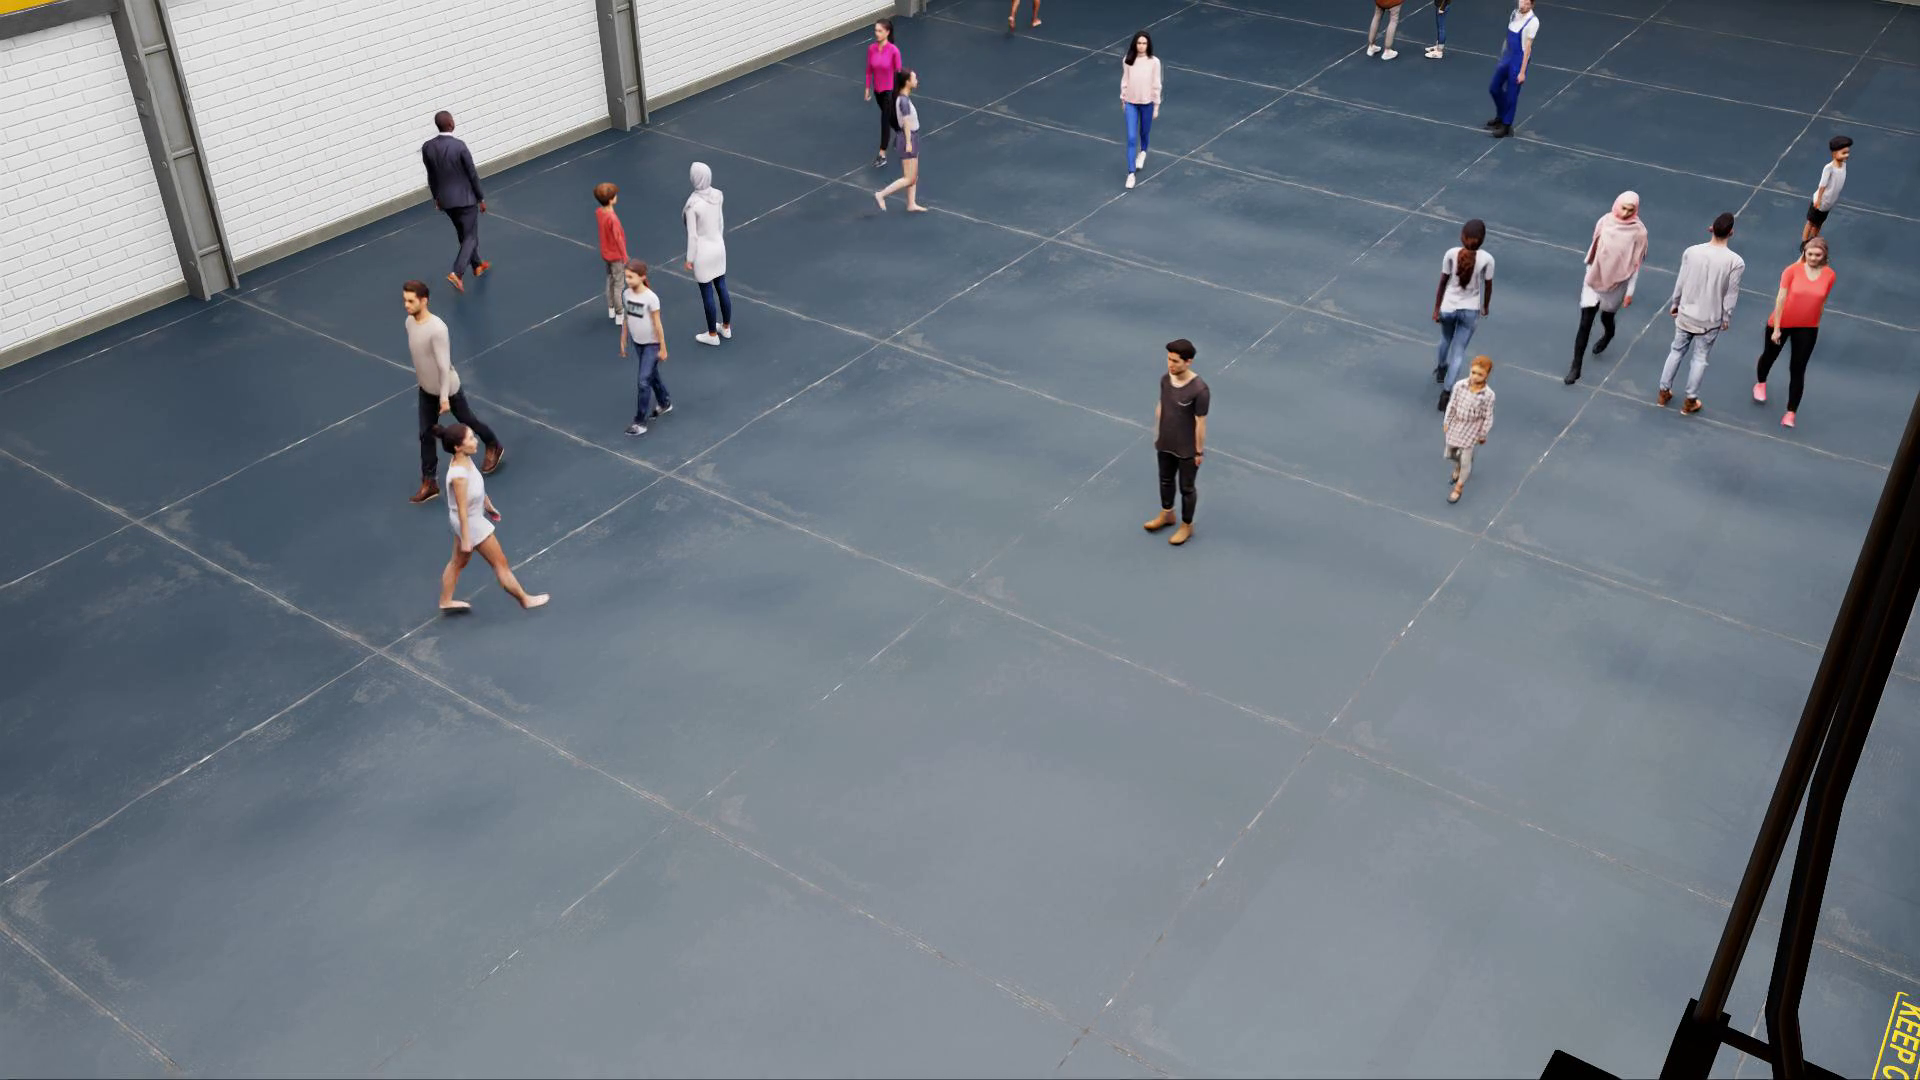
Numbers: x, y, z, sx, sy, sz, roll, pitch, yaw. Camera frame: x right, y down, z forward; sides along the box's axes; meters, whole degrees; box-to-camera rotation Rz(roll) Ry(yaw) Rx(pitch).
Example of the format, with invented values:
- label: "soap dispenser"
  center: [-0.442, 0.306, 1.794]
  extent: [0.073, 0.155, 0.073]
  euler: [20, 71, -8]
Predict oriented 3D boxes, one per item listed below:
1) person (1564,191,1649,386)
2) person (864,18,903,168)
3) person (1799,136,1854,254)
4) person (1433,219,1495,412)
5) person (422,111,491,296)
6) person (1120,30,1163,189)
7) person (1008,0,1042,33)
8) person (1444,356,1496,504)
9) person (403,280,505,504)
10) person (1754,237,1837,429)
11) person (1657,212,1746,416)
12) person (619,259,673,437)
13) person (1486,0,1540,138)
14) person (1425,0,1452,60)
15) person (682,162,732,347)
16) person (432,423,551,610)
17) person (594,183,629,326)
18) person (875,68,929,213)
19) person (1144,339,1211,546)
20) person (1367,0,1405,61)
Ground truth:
- label: "person"
  center: [5.896, -2.324, 15.077]
  extent: [0.635, 1.766, 1.163]
  euler: [23, 40, 30]
- label: "person"
  center: [-0.834, -5.337, 19.710]
  extent: [0.692, 1.654, 1.162]
  euler: [17, 37, 24]
- label: "person"
  center: [9.127, -3.645, 17.520]
  extent: [0.533, 1.261, 0.621]
  euler: [-17, 37, -24]
- label: "person"
  center: [4.362, -1.948, 14.578]
  extent: [0.688, 1.692, 1.027]
  euler: [16, 37, 23]
- label: "person"
  center: [-5.031, -3.359, 16.604]
  extent: [0.900, 1.798, 1.193]
  euler: [10, 35, 14]
- label: "person"
  center: [2.079, -4.994, 19.127]
  extent: [0.929, 1.729, 1.234]
  euler: [7, 34, 10]
- label: "person"
  center: [0.941, -8.197, 23.970]
  extent: [0.706, 1.702, 1.054]
  euler: [17, 37, 24]
- label: "person"
  center: [4.111, -0.930, 13.400]
  extent: [0.553, 1.301, 0.644]
  euler: [24, 41, 32]
- label: "person"
  center: [-4.108, -1.249, 13.403]
  extent: [0.730, 1.828, 1.230]
  euler: [18, 38, 25]
- label: "person"
  center: [7.224, -1.868, 14.510]
  extent: [0.822, 1.634, 1.192]
  euler: [9, 35, 13]
- label: "person"
  center: [6.454, -1.977, 14.491]
  extent: [0.705, 1.837, 0.594]
  euler: [28, 42, 35]
- label: "person"
  center: [-2.663, -1.731, 14.393]
  extent: [0.548, 1.535, 0.885]
  euler: [22, 39, 29]
- label: "person"
  center: [6.777, -5.819, 20.277]
  extent: [0.864, 1.830, 0.845]
  euler: [-10, 35, -15]
- label: "person"
  center: [6.701, -7.450, 23.044]
  extent: [0.692, 1.483, 0.556]
  euler: [7, 34, 11]
- label: "person"
  center: [-2.360, -2.688, 15.616]
  extent: [0.683, 1.775, 0.480]
  euler: [24, 41, 32]
- label: "person"
  center: [-3.590, -0.109, 11.924]
  extent: [1.092, 1.567, 0.989]
  euler: [-8, 34, -11]
- label: "person"
  center: [-3.357, -2.765, 16.054]
  extent: [0.572, 1.419, 0.580]
  euler: [-22, 40, -30]
- label: "person"
  center: [-0.663, -4.329, 18.214]
  extent: [0.911, 1.633, 0.879]
  euler: [-1, 34, -2]
- label: "person"
  center: [1.699, -0.783, 12.810]
  extent: [0.618, 1.709, 0.660]
  euler: [-27, 42, -34]
- label: "person"
  center: [5.917, -7.597, 22.946]
  extent: [0.738, 1.836, 0.738]
  euler: [29, 43, 36]
